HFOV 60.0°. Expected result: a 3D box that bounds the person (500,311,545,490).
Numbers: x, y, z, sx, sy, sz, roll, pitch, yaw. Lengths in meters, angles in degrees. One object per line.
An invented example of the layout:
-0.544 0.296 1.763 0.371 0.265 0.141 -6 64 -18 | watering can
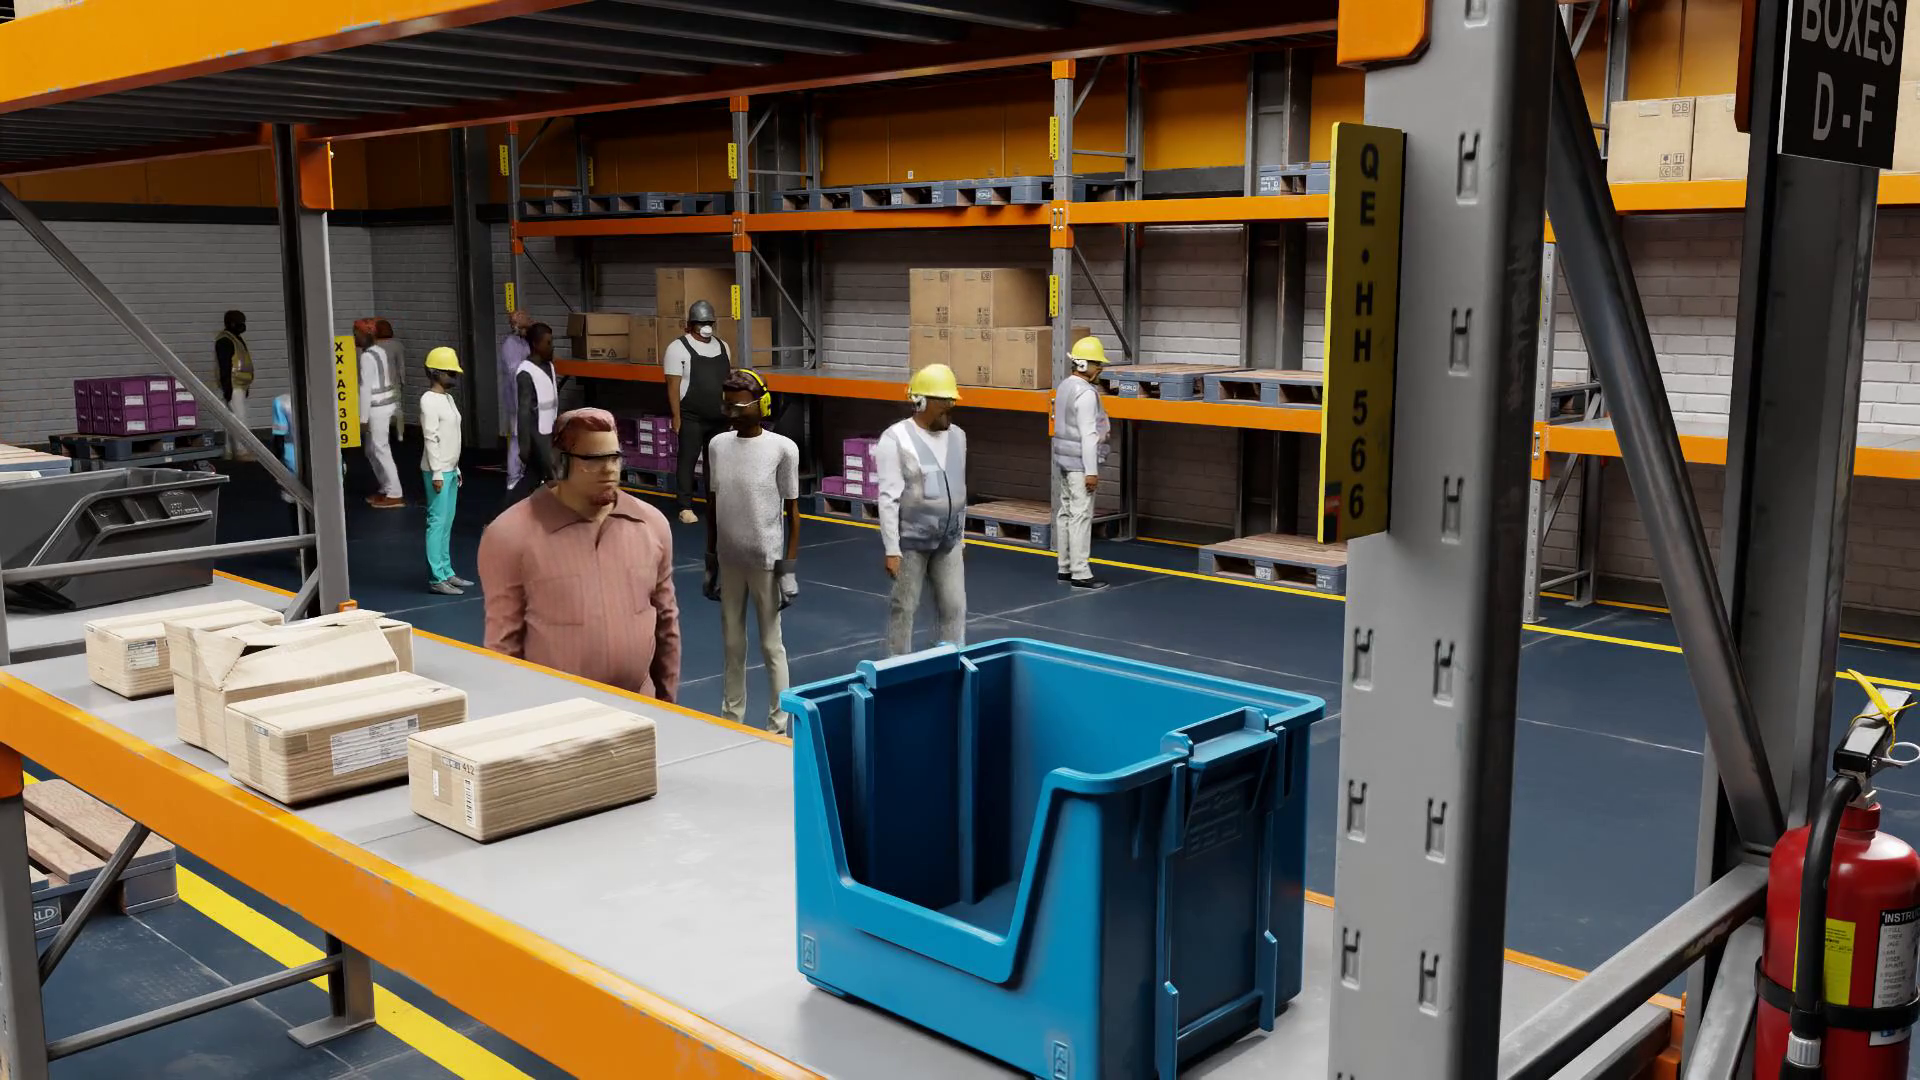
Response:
-4.564 -1.434 17.368 0.422 1.878 0.735 0 9 -3 | person

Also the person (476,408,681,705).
-1.149 0.537 5.172 0.646 1.900 0.395 -7 12 -37 | person

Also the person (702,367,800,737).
-0.989 0.131 7.767 0.509 1.861 0.329 4 10 23 | person

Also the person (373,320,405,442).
-7.660 -2.116 22.218 0.507 1.636 0.274 -7 12 -39 | person

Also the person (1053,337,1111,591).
0.884 -0.549 12.038 0.404 1.825 0.591 -2 10 -14 | person

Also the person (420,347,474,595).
-3.681 -0.493 11.888 0.315 1.766 0.523 0 9 -2 | person

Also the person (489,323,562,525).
-3.551 -0.883 13.943 0.961 1.881 0.609 0 9 1 | person

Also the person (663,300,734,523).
-2.331 -1.180 15.246 0.687 2.000 0.535 -8 12 -42 | person

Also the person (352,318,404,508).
-5.626 -1.213 16.028 0.449 1.852 0.620 -2 9 -11 | person

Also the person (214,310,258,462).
-8.711 -1.846 20.008 0.431 1.836 0.647 -2 9 -9 | person

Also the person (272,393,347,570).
-4.939 -0.575 12.640 0.556 1.667 0.753 -5 11 -28 | person

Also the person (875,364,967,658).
-0.137 0.006 8.683 0.659 1.814 0.641 -7 12 -38 | person
